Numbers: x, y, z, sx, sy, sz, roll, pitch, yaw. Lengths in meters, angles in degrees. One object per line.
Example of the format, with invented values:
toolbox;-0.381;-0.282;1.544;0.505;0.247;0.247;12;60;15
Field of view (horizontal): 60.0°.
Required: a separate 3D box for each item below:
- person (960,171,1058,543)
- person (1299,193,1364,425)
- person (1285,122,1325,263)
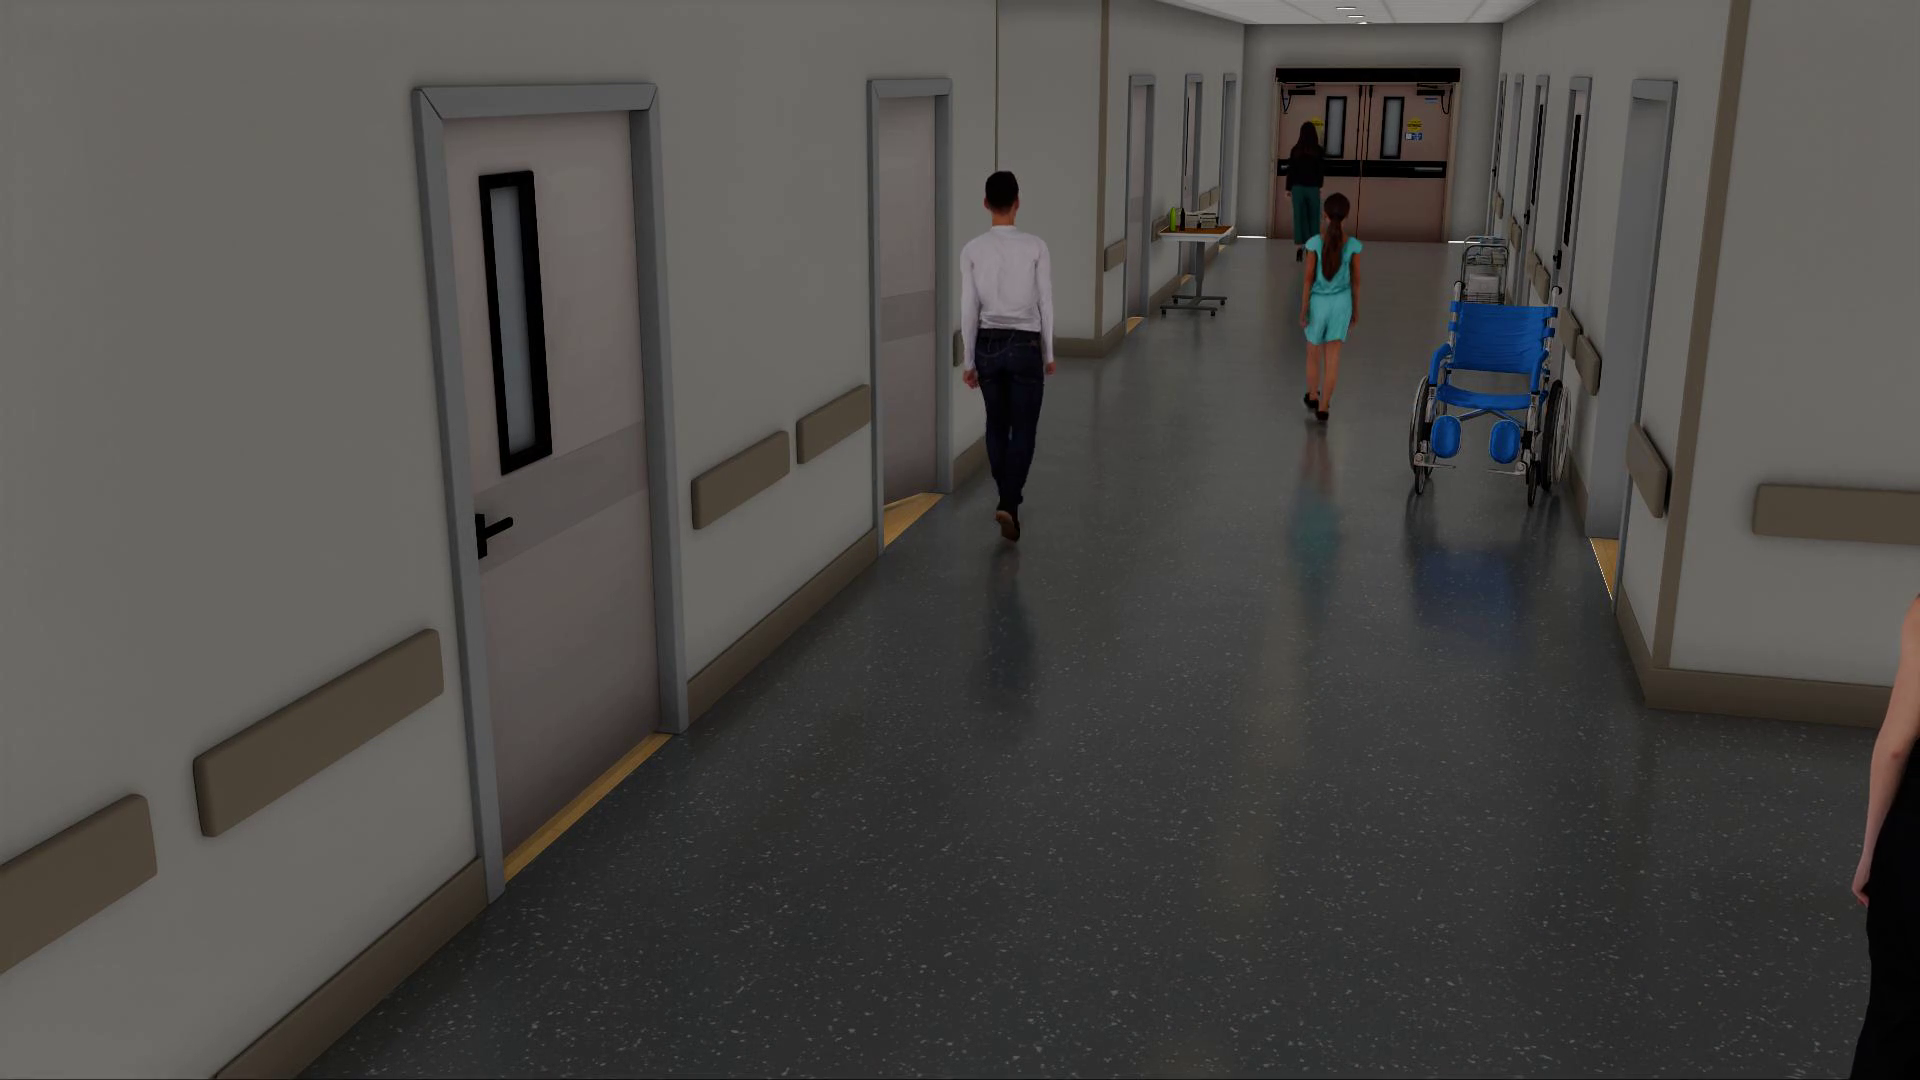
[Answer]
person;0.241;-0.921;8.502;0.688;1.843;1.227;3;16;12
person;2.513;-1.559;11.320;0.591;1.540;0.846;3;16;10
person;4.337;-4.341;20.865;0.622;1.716;0.778;4;16;13
